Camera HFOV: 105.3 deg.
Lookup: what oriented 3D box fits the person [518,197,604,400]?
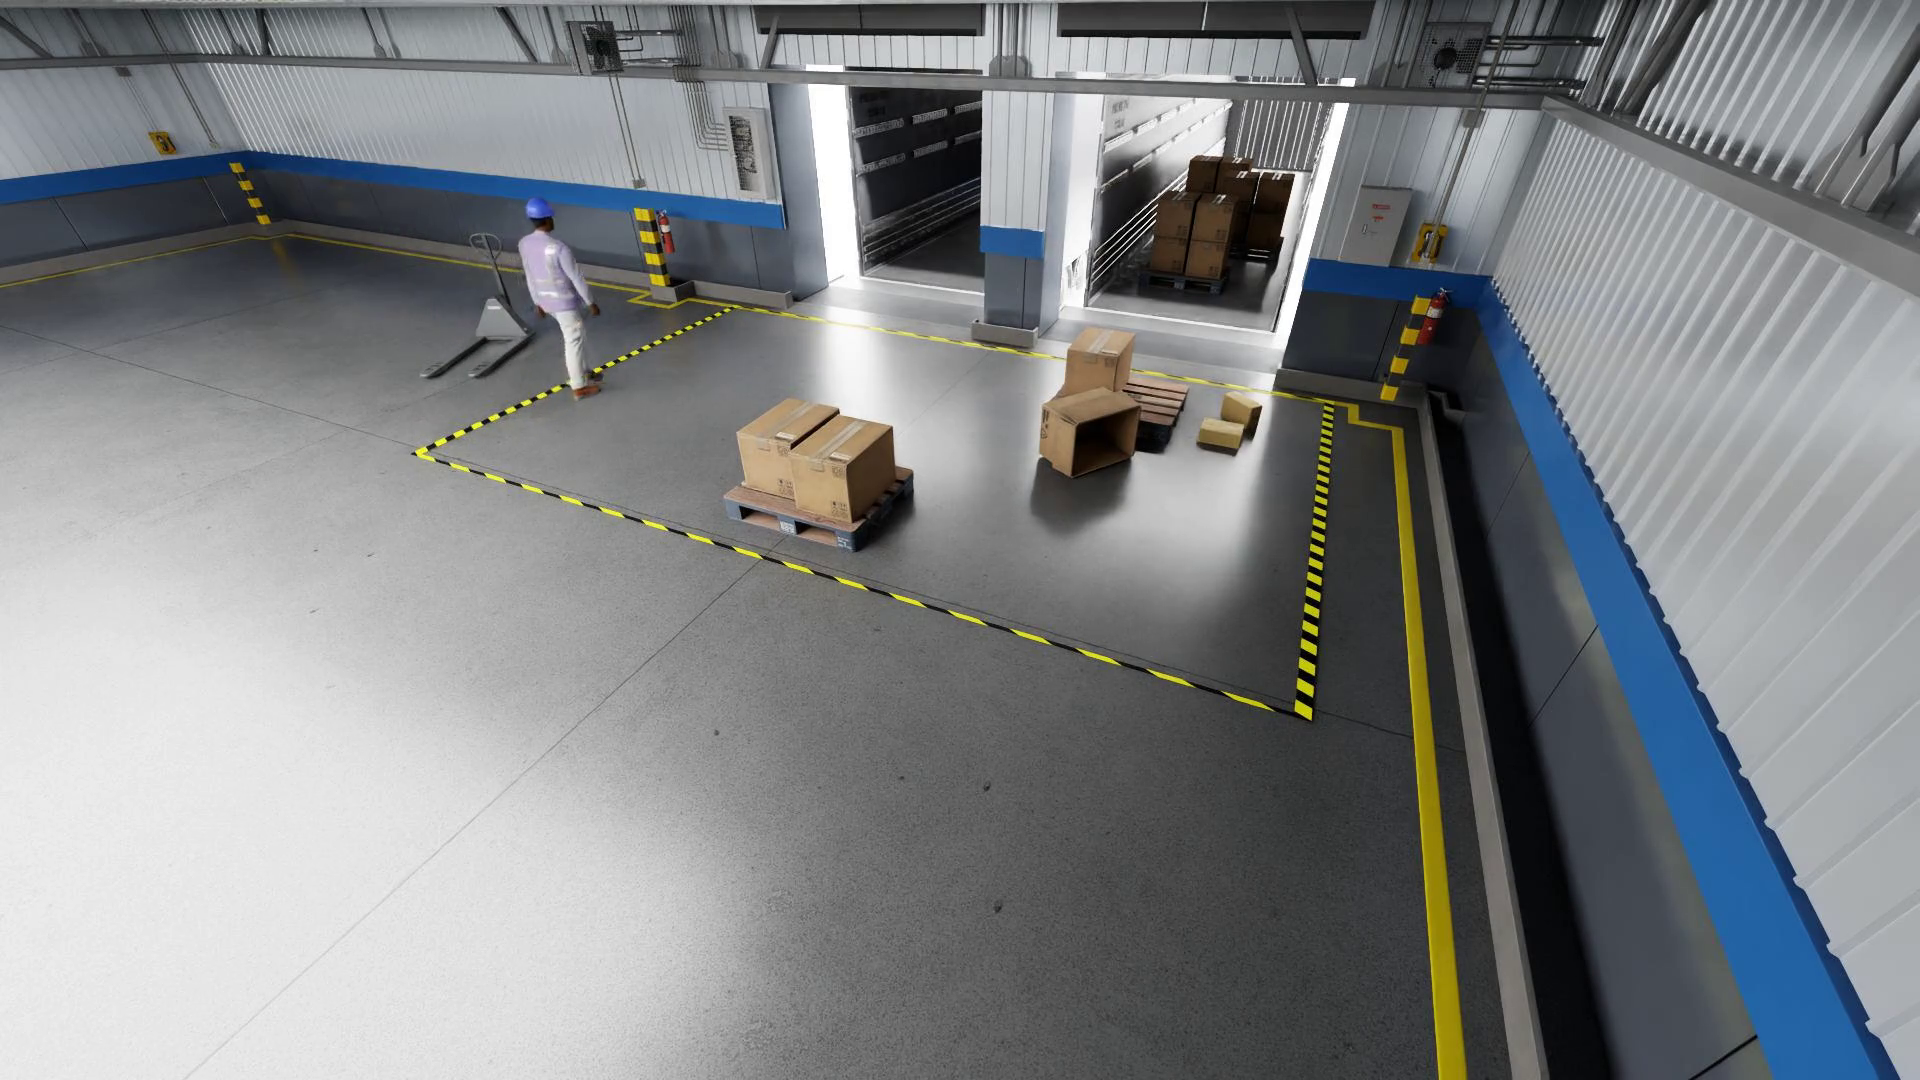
[{"bbox_3d":[-3.999,-2.395,7.391,0.598,1.930,0.527,18,39,23],"label":"person"}]

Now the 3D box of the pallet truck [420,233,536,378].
[{"bbox_3d":[-5.664,-2.712,8.427,0.680,1.201,1.601,0,35,-1],"label":"pallet truck"}]
